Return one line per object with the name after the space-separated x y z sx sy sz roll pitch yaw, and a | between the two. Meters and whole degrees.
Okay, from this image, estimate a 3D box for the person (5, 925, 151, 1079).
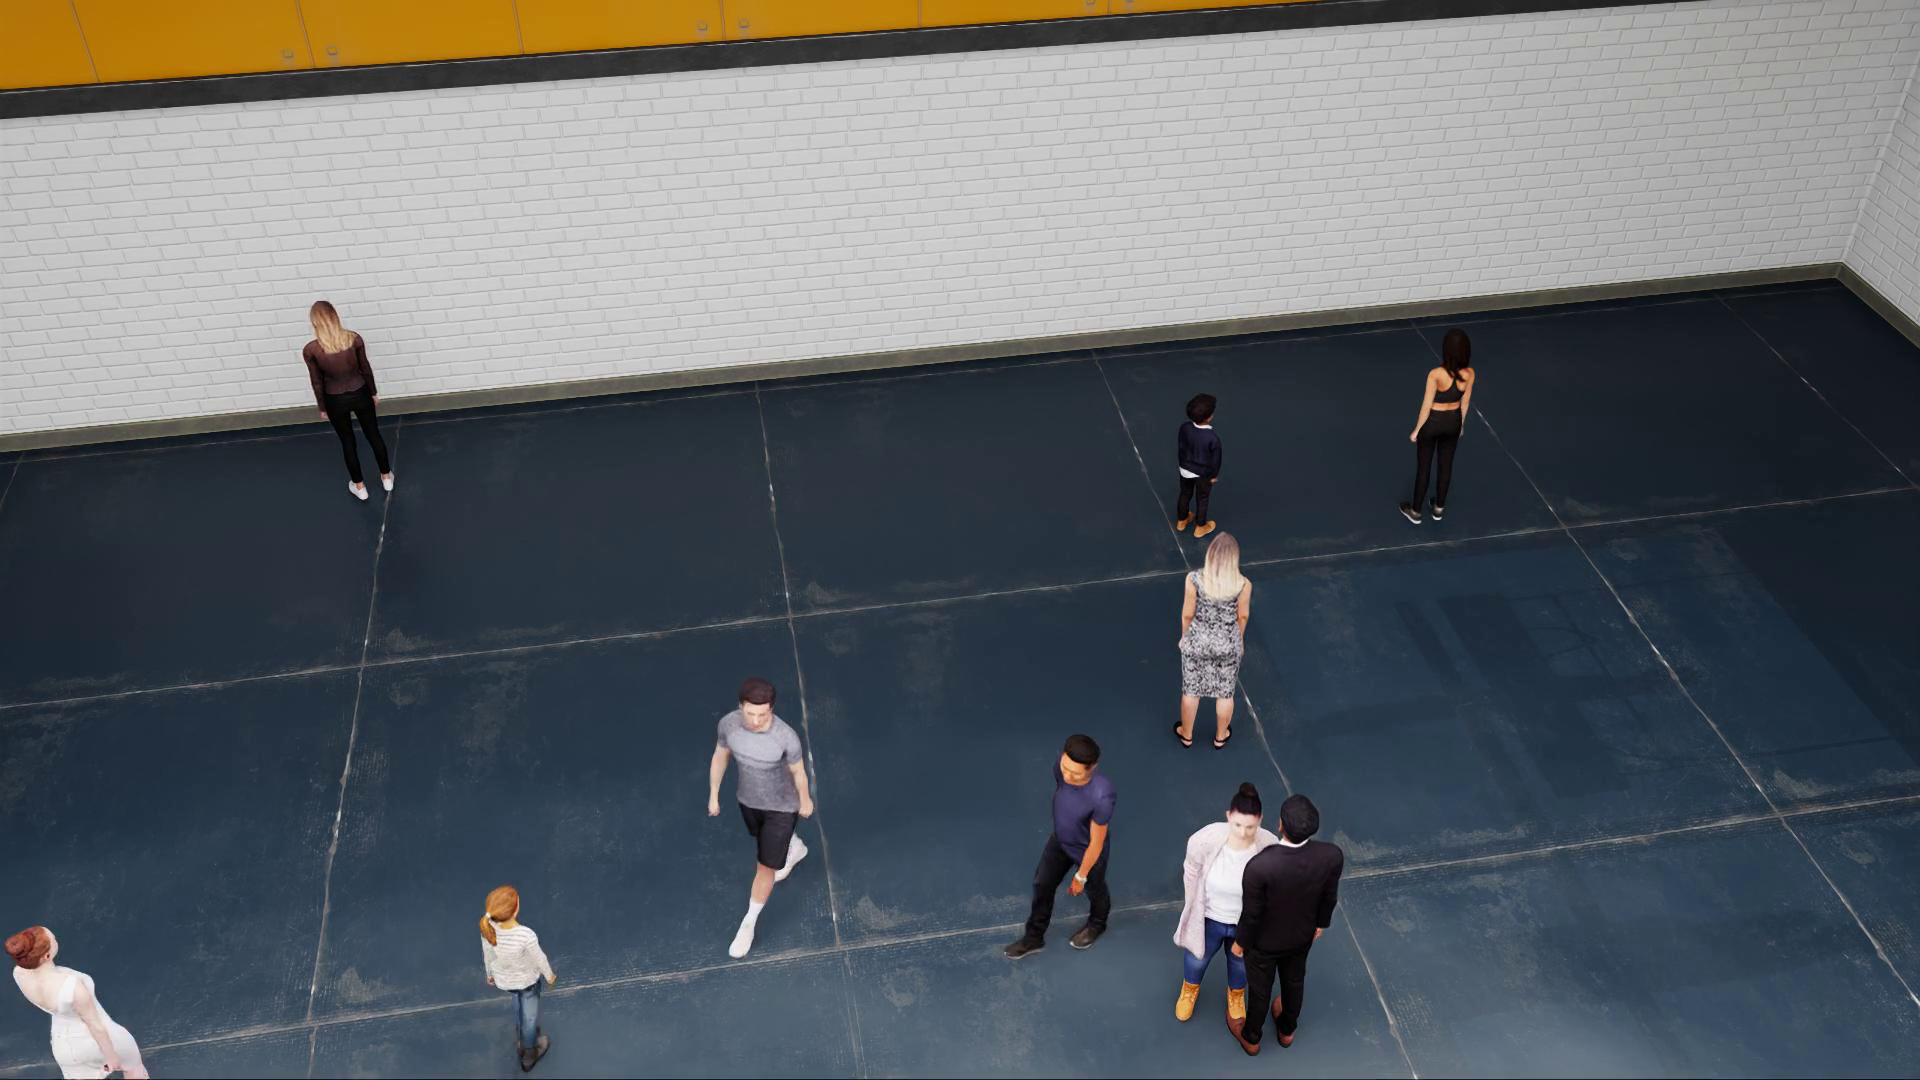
-4.348 2.546 8.137 0.901 1.762 1.151 10 40 13 | person

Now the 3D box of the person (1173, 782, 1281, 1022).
1.437 1.954 8.897 0.764 1.738 0.743 6 39 7 | person

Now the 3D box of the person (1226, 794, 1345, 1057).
1.678 2.031 8.684 0.701 1.883 0.553 -8 39 -10 | person

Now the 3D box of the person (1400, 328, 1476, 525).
3.604 -0.848 12.484 0.563 1.641 0.488 -7 39 -8 | person

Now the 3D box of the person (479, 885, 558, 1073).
-2.362 2.354 8.743 0.577 1.305 0.618 12 40 15 | person

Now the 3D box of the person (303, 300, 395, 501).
-4.674 -1.069 12.710 0.665 1.705 0.625 -21 43 -24 | person

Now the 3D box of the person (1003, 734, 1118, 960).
0.748 1.664 9.245 0.929 1.758 0.937 -26 45 -29 | person

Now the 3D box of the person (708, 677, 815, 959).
-1.051 1.408 9.511 1.159 1.826 1.294 19 43 23 | person

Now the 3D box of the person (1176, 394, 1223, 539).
1.778 -0.565 12.461 0.583 1.227 0.652 28 47 31 | person

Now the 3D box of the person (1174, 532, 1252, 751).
1.592 0.664 10.539 0.628 1.704 0.607 7 39 8 | person
